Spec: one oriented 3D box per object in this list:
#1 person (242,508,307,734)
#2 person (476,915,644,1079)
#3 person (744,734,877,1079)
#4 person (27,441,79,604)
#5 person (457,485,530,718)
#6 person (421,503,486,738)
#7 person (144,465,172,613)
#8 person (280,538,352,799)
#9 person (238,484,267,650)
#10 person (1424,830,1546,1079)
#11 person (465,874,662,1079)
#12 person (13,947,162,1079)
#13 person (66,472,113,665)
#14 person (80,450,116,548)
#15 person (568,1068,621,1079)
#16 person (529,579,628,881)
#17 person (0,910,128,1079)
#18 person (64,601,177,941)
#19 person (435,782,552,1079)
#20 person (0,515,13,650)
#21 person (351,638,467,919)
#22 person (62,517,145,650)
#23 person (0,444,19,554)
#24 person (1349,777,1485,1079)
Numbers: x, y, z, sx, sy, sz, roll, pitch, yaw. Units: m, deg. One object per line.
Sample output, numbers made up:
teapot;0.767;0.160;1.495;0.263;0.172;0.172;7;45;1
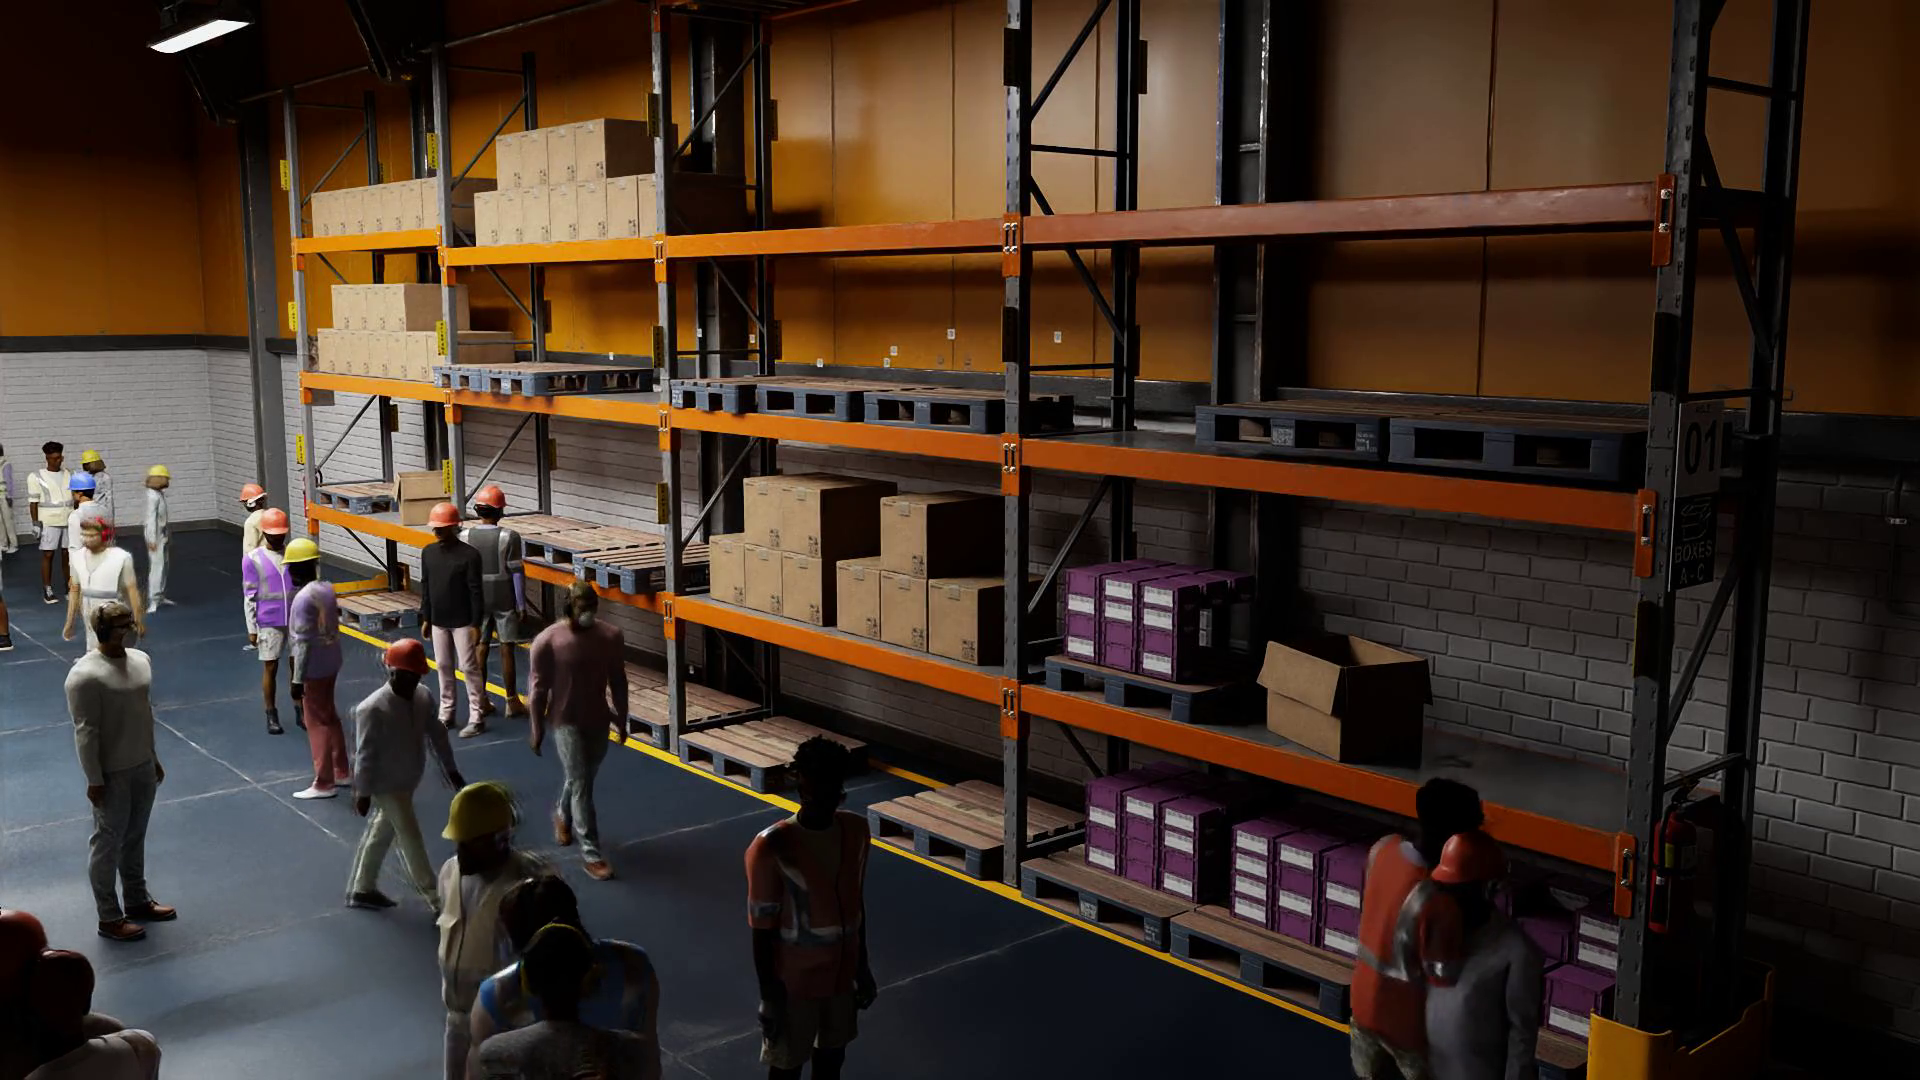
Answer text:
person;-5.731;0.681;14.032;0.548;1.924;0.387;-7;11;-40
person;-1.166;2.036;4.913;0.523;1.840;0.869;1;8;4
person;-0.570;1.730;6.608;0.391;1.957;0.608;8;11;44
person;-10.939;-0.224;20.161;0.361;1.962;0.617;5;10;33
person;-4.078;0.542;14.566;0.605;2.045;0.378;1;8;8
person;-4.252;0.670;13.903;0.621;1.987;0.414;4;9;24
person;-9.492;-0.009;19.648;0.318;1.707;0.700;-4;9;-23
person;-4.768;0.939;12.270;0.404;1.913;0.585;-1;8;-4
person;-7.367;0.278;17.466;0.352;1.738;0.573;0;8;0
person;1.844;1.905;6.097;0.324;1.752;0.562;-5;10;-32
person;-1.330;1.964;5.562;0.665;1.800;0.609;-5;10;-31
person;-2.476;2.047;4.667;0.355;1.883;0.576;2;9;16
person;-8.733;0.288;16.712;0.404;1.941;0.612;1;8;4
person;-11.192;-0.309;21.571;0.489;1.731;0.325;3;9;20
person;-0.938;2.202;4.478;0.277;1.627;0.502;-2;8;-16
person;-2.488;1.165;10.778;0.641;1.901;1.004;-6;10;-37
person;-2.633;1.992;4.710;0.615;1.984;0.408;-3;9;-21
person;-4.830;1.311;9.588;0.372;1.940;0.632;1;8;7
person;-1.799;1.811;6.560;0.601;1.809;0.701;4;9;28
person;-10.093;0.219;17.135;0.367;1.959;0.610;0;8;-3
person;-3.265;1.404;9.793;0.921;1.688;0.576;3;9;17
person;-7.335;0.697;14.265;0.607;1.822;0.486;2;9;16
person;-13.866;-0.611;24.012;0.524;1.631;0.313;4;9;24
person;1.726;1.790;6.304;0.477;1.922;0.652;-3;9;-18
